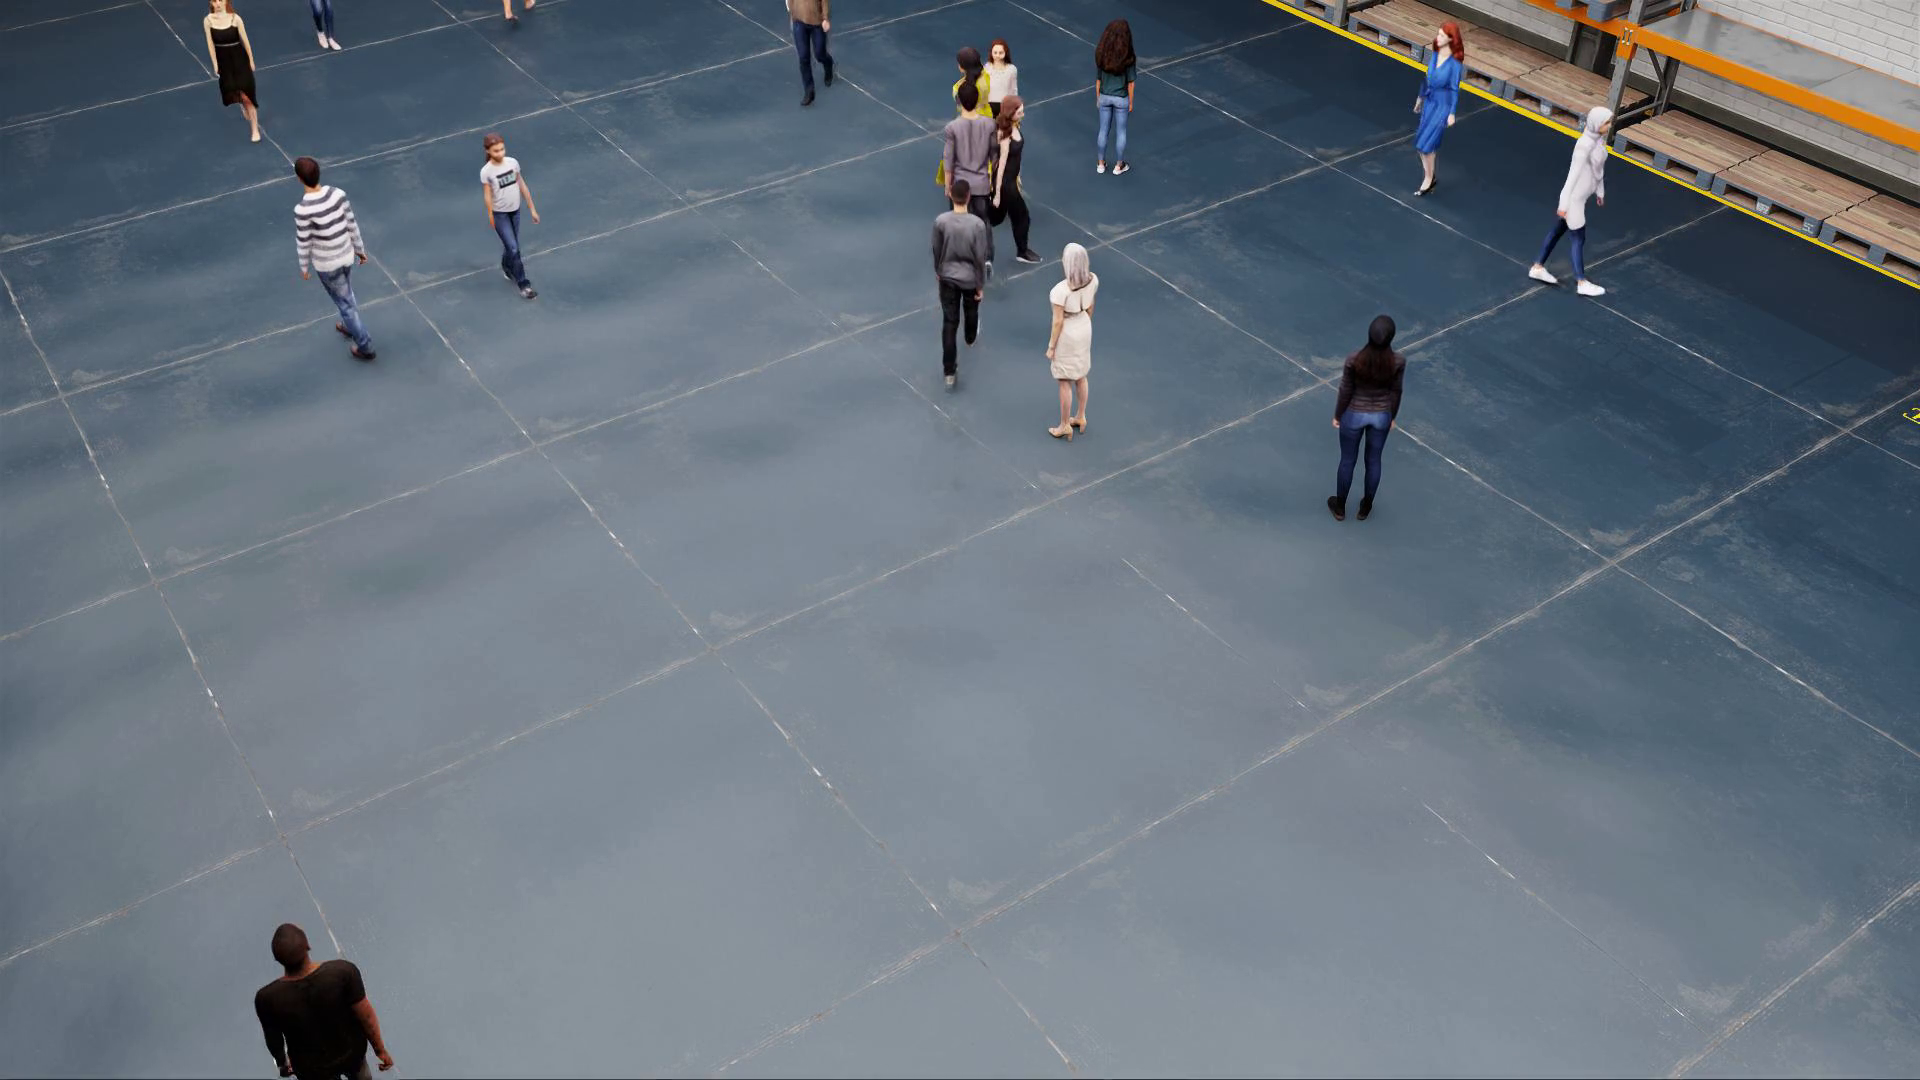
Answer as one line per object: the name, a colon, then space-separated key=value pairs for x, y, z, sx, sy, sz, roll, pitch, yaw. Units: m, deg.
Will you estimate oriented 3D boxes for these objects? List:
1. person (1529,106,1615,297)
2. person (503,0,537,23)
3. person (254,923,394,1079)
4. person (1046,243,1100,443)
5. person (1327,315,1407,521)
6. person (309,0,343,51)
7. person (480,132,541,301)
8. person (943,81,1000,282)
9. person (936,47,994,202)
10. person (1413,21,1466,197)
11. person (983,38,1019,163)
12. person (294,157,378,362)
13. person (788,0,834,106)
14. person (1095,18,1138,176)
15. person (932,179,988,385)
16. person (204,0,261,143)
person: x=5.500 y=-3.108 z=15.084 sx=1.054 sy=1.752 sz=0.829 roll=25 pitch=45 yaw=28
person: x=-5.485 y=-7.196 z=20.152 sx=1.061 sy=1.816 sz=1.202 roll=1 pitch=39 yaw=1
person: x=-3.009 y=2.553 z=7.979 sx=0.743 sy=1.773 sz=1.227 roll=-19 pitch=42 yaw=-22
person: x=0.890 y=-1.563 z=13.163 sx=0.602 sy=1.736 sz=0.554 roll=-26 pitch=45 yaw=-29
person: x=3.011 y=-0.900 z=12.325 sx=0.715 sy=1.746 sz=0.757 roll=2 pitch=39 yaw=3
person: x=-7.591 y=-6.623 z=19.502 sx=0.611 sy=1.732 sz=0.628 roll=-29 pitch=47 yaw=-31
person: x=-4.169 y=-3.010 z=15.133 sx=0.909 sy=1.539 sz=0.655 roll=29 pitch=47 yaw=31
person: x=0.118 y=-3.243 z=15.197 sx=0.964 sy=1.823 sz=1.177 roll=-7 pitch=39 yaw=-9
person: x=0.207 y=-4.001 z=16.299 sx=1.293 sy=1.633 sz=1.115 roll=17 pitch=42 yaw=20
person: x=4.792 y=-4.236 z=16.446 sx=0.777 sy=1.815 sz=0.680 roll=-12 pitch=40 yaw=-15
person: x=0.393 y=-4.382 z=16.895 sx=0.617 sy=1.484 sz=0.637 roll=-1 pitch=39 yaw=-1
person: x=-5.219 y=-2.331 z=14.050 sx=1.001 sy=1.828 sz=0.856 roll=24 pitch=44 yaw=27
person: x=-1.640 y=-5.773 z=18.323 sx=0.977 sy=1.874 sz=1.013 roll=10 pitch=40 yaw=12
person: x=1.575 y=-4.516 z=16.956 sx=0.694 sy=1.617 sz=0.772 roll=13 pitch=40 yaw=16
person: x=-0.019 y=-2.119 z=13.876 sx=1.128 sy=1.714 sz=1.194 roll=6 pitch=39 yaw=7
person: x=-7.710 y=-5.087 z=17.675 sx=0.758 sy=1.612 sz=0.930 roll=-8 pitch=39 yaw=-10
